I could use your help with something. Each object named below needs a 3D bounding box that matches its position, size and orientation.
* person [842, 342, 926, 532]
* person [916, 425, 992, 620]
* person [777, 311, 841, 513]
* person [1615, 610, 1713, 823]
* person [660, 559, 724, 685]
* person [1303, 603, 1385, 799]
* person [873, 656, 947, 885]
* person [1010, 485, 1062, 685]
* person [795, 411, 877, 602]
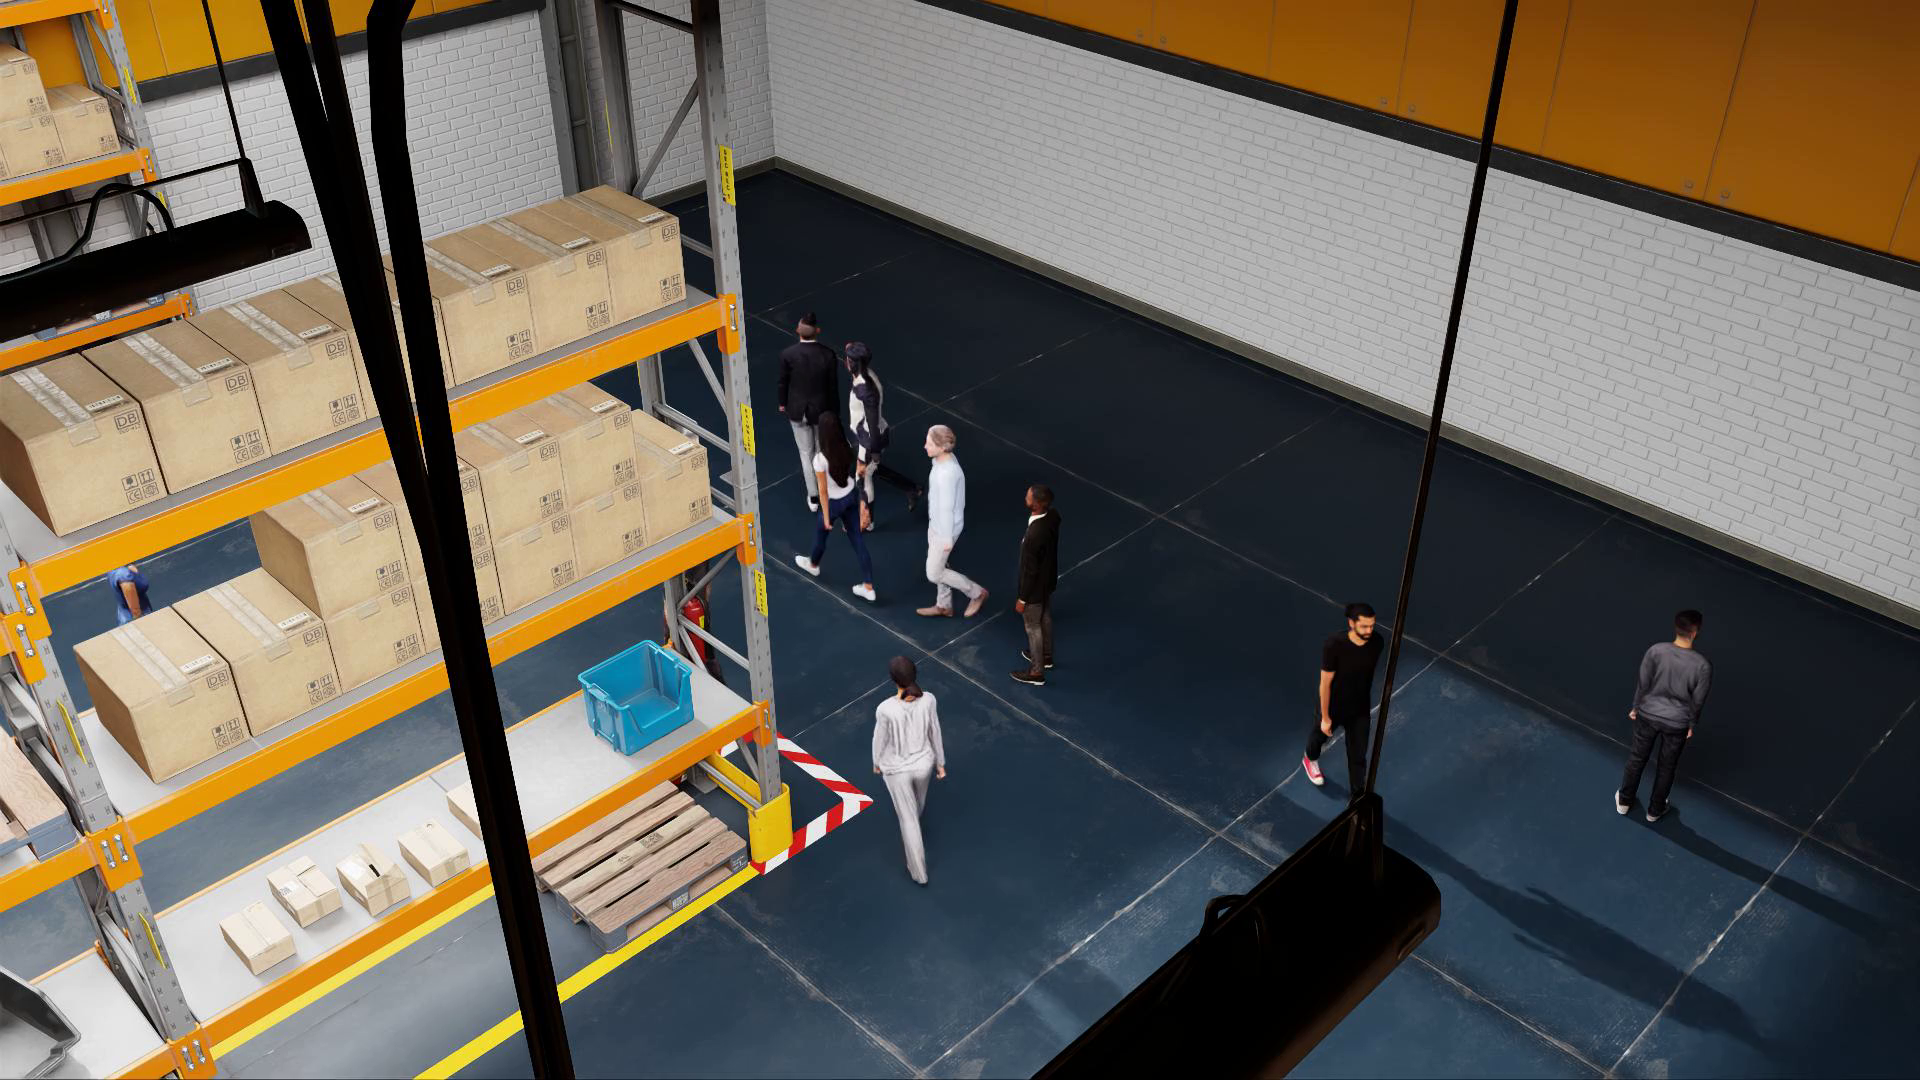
[{"bbox_3d":[-0.715,-0.916,14.900,1.168,1.865,1.024,-7,34,-11],"label":"person"},{"bbox_3d":[-0.037,-0.105,13.672,0.997,1.874,0.913,-5,34,-7],"label":"person"},{"bbox_3d":[-1.375,-1.153,15.224,1.236,1.901,1.239,-4,34,-6],"label":"person"},{"bbox_3d":[4.973,1.246,11.742,0.669,1.761,0.627,18,38,25],"label":"person"},{"bbox_3d":[-2.043,0.621,12.759,0.996,1.676,0.704,-28,42,-35],"label":"person"},{"bbox_3d":[2.704,1.141,11.943,1.162,1.712,1.100,-7,34,-10],"label":"person"},{"bbox_3d":[-0.314,1.599,11.230,1.062,1.739,0.959,-10,35,-15],"label":"person"},{"bbox_3d":[0.621,0.338,13.073,0.808,1.800,0.653,14,36,20],"label":"person"},{"bbox_3d":[-0.946,-0.247,14.021,0.661,1.724,1.056,27,42,35],"label":"person"}]
